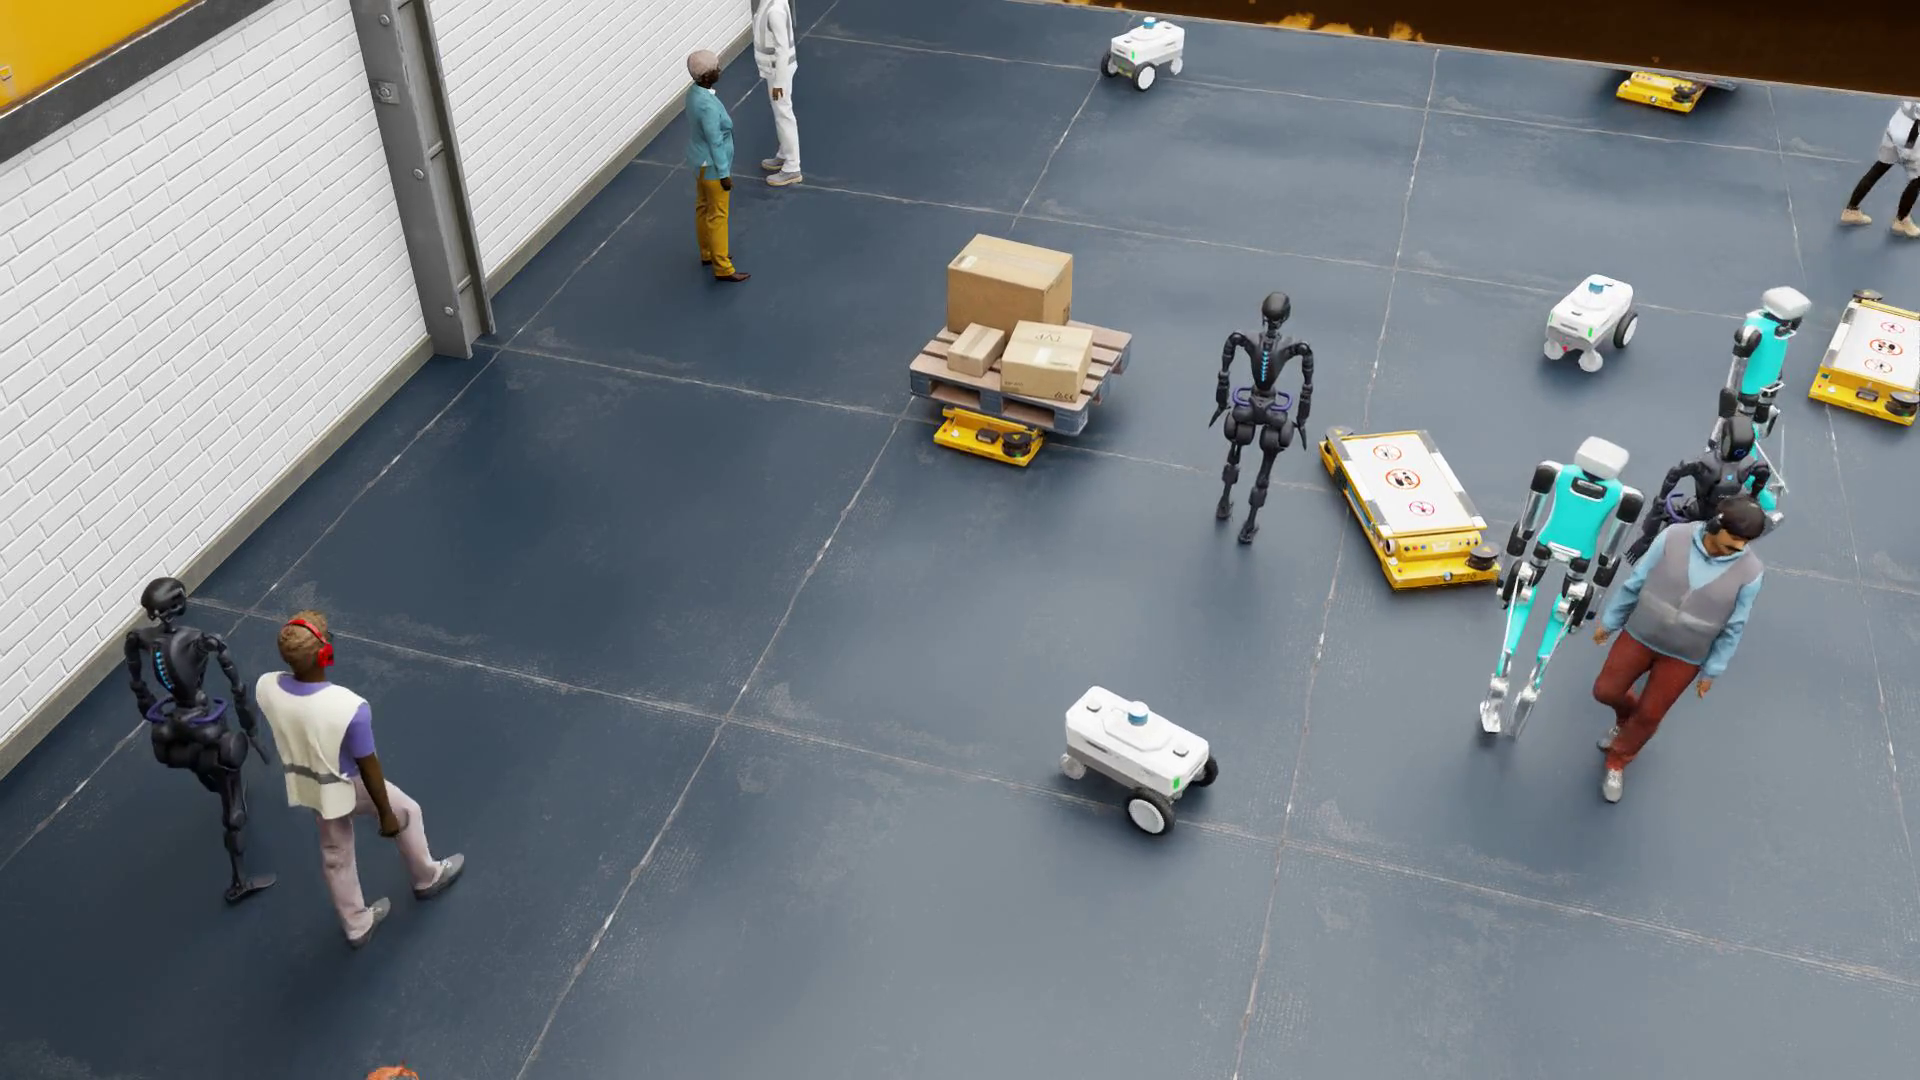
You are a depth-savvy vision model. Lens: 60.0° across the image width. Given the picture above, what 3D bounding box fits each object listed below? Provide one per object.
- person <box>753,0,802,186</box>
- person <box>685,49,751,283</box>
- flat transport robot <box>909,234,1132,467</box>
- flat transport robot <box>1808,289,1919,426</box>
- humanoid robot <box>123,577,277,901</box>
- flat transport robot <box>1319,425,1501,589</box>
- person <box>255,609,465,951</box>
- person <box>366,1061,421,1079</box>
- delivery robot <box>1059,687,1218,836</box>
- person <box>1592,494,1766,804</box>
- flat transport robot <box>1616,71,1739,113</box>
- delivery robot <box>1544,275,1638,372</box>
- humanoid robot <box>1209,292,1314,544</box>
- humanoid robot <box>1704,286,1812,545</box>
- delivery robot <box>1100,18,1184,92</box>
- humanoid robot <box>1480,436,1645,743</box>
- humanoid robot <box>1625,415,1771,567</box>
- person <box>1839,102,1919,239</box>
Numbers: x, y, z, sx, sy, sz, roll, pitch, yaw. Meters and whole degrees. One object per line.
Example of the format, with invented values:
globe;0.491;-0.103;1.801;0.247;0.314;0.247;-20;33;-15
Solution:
person;-1.490;-3.795;13.438;0.350;1.881;0.575;-6;39;-7
person;-1.814;-2.750;12.238;0.342;1.755;0.525;-17;42;-20
flat transport robot;0.420;-1.012;11.263;0.659;0.231;1.431;16;42;19
flat transport robot;6.435;-1.291;11.610;0.659;0.231;1.431;22;44;25
humanoid robot;-3.575;0.887;7.811;0.588;1.620;0.767;3;39;3
flat transport robot;2.764;-0.242;10.305;0.659;0.231;1.431;-5;39;-7
person;-2.699;1.034;7.484;0.599;1.810;0.776;13;41;16
person;-1.738;2.458;5.701;0.596;1.832;0.976;-11;40;-13
delivery robot;0.903;1.086;8.441;0.818;0.614;0.499;25;45;28
person;3.447;0.493;8.123;0.607;1.857;0.535;25;45;27
flat transport robot;6.643;-4.361;15.428;0.659;0.231;1.431;23;44;26
delivery robot;4.458;-1.572;11.747;0.516;0.614;0.785;29;47;31
humanoid robot;1.770;-0.743;9.800;0.594;1.650;0.418;10;40;13
humanoid robot;4.652;-0.544;9.500;0.567;1.770;0.773;-28;46;-30
delivery robot;1.729;-4.542;15.404;0.750;0.568;0.499;-27;46;-30
humanoid robot;2.931;0.423;8.390;0.568;1.882;0.766;18;42;21
humanoid robot;3.938;-0.029;8.939;0.611;1.633;0.633;0;39;0
person;7.355;-3.088;12.726;0.731;1.645;0.601;11;40;13
